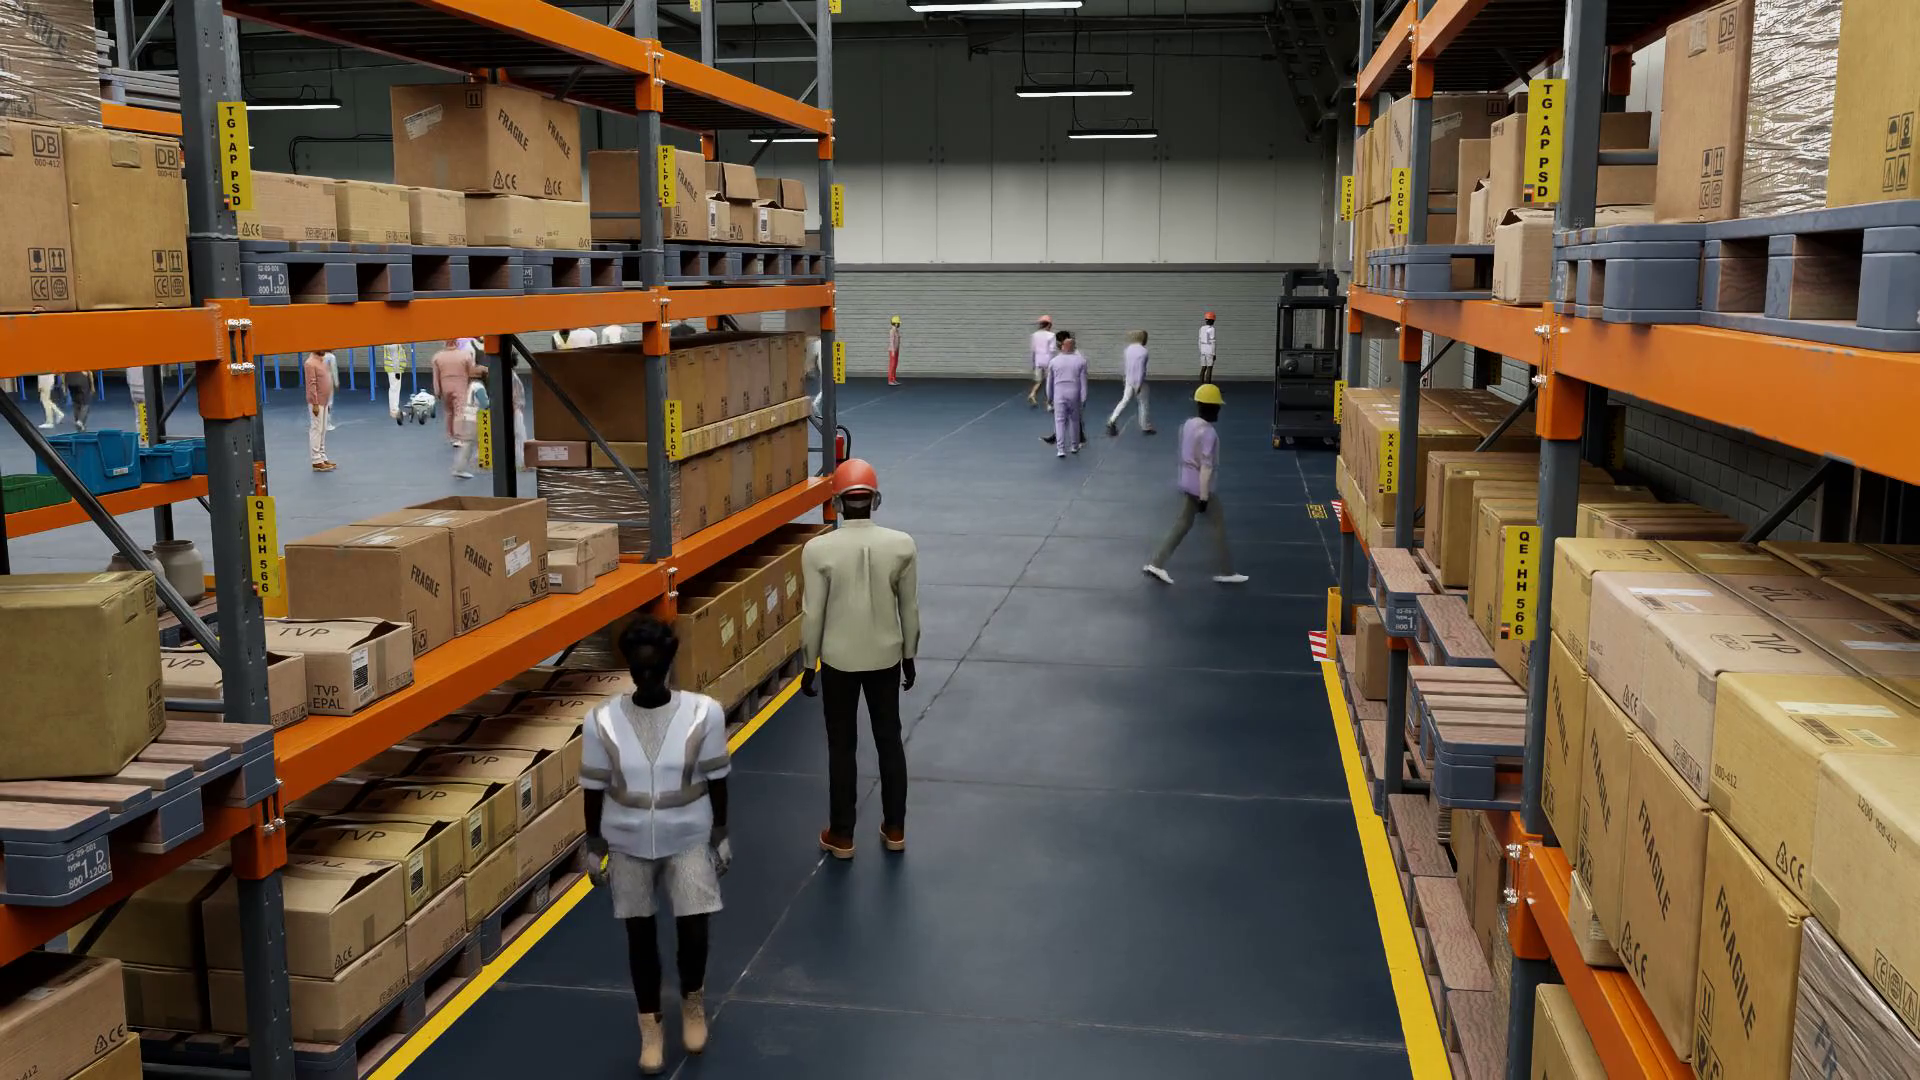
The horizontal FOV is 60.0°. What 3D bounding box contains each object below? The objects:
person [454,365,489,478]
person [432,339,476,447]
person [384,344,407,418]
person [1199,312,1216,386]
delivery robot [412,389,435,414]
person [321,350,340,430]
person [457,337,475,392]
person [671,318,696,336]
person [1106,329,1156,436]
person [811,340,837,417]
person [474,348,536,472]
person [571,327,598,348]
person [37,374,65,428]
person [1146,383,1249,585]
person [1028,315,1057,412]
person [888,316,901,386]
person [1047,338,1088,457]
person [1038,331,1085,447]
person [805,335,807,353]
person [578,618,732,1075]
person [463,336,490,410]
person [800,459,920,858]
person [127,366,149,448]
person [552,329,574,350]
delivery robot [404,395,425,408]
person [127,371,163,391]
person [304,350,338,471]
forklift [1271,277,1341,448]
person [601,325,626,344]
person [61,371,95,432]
[{"bbox_3d":[-6.770,-1.670,23.484,0.854,1.584,0.521,-3,10,-19],"label":"person"},{"bbox_3d":[-8.419,-2.494,27.792,0.660,1.852,1.011,0,9,0],"label":"person"},{"bbox_3d":[-11.317,-3.387,33.363,0.430,1.836,0.618,-4,10,-21],"label":"person"},{"bbox_3d":[5.975,-4.505,39.920,0.362,1.935,0.553,-5,11,-29],"label":"person"},{"bbox_3d":[-10.761,-2.776,33.353,0.477,0.478,0.707,-2,9,-9],"label":"delivery robot"},{"bbox_3d":[-11.677,-2.885,30.607,0.518,1.710,0.399,3,10,18],"label":"person"},{"bbox_3d":[-10.457,-3.689,35.239,0.580,1.823,0.683,-1,9,-7],"label":"person"},{"bbox_3d":[-6.537,-4.436,39.380,0.612,1.979,0.557,-2,9,-12],"label":"person"},{"bbox_3d":[3.054,-2.790,29.495,0.996,1.898,0.642,-6,11,-31],"label":"person"},{"bbox_3d":[-2.663,-3.348,33.039,0.518,1.856,0.498,8,12,39],"label":"person"},{"bbox_3d":[-6.621,-1.890,24.192,0.864,1.818,0.620,-5,10,-28],"label":"person"},{"bbox_3d":[-8.166,-3.919,36.400,0.652,1.906,0.402,3,10,20],"label":"person"},{"bbox_3d":[-16.995,-2.893,30.923,0.385,1.618,0.521,-2,9,-10],"label":"person"},{"bbox_3d":[2.210,-0.517,15.472,0.955,1.891,0.585,-3,10,-18],"label":"person"},{"bbox_3d":[1.696,-3.659,34.511,0.639,2.005,0.744,6,11,31],"label":"person"},{"bbox_3d":[-1.650,-4.824,42.448,0.338,1.757,0.518,2,9,12],"label":"person"},{"bbox_3d":[1.699,-2.251,26.285,0.670,1.843,1.004,2,9,12],"label":"person"},{"bbox_3d":[1.677,-2.509,27.631,0.951,1.917,0.630,-3,10,-15],"label":"person"},{"bbox_3d":[-4.418,-5.175,44.969,0.478,1.623,0.547,7,11,35],"label":"person"},{"bbox_3d":[-1.105,1.109,6.043,0.551,1.686,0.368,-1,9,-5],"label":"person"},{"bbox_3d":[-8.813,-3.040,30.695,0.673,2.000,0.957,-8,12,-41],"label":"person"},{"bbox_3d":[-0.508,0.586,8.354,0.623,1.989,0.400,-4,10,-21],"label":"person"},{"bbox_3d":[-12.959,-2.268,26.491,0.594,1.822,0.404,4,10,22],"label":"person"},{"bbox_3d":[-8.797,-3.997,37.211,0.654,1.804,0.457,-2,9,-10],"label":"person"},{"bbox_3d":[-10.502,-2.677,31.926,0.335,0.223,0.698,0,9,-4],"label":"delivery robot"},{"bbox_3d":[-14.895,-2.925,30.338,0.561,1.893,0.901,-8,12,-40],"label":"person"},{"bbox_3d":[-9.414,-2.026,24.467,0.388,1.991,0.609,-1,9,-6],"label":"person"},{"bbox_3d":[5.847,-3.016,27.970,1.129,2.768,1.873,1,9,9],"label":"forklift"},{"bbox_3d":[-8.258,-4.444,39.676,0.615,1.899,0.960,-4,10,-22],"label":"person"},{"bbox_3d":[-15.429,-2.695,29.064,0.525,1.830,0.579,-1,9,-9],"label":"person"}]
